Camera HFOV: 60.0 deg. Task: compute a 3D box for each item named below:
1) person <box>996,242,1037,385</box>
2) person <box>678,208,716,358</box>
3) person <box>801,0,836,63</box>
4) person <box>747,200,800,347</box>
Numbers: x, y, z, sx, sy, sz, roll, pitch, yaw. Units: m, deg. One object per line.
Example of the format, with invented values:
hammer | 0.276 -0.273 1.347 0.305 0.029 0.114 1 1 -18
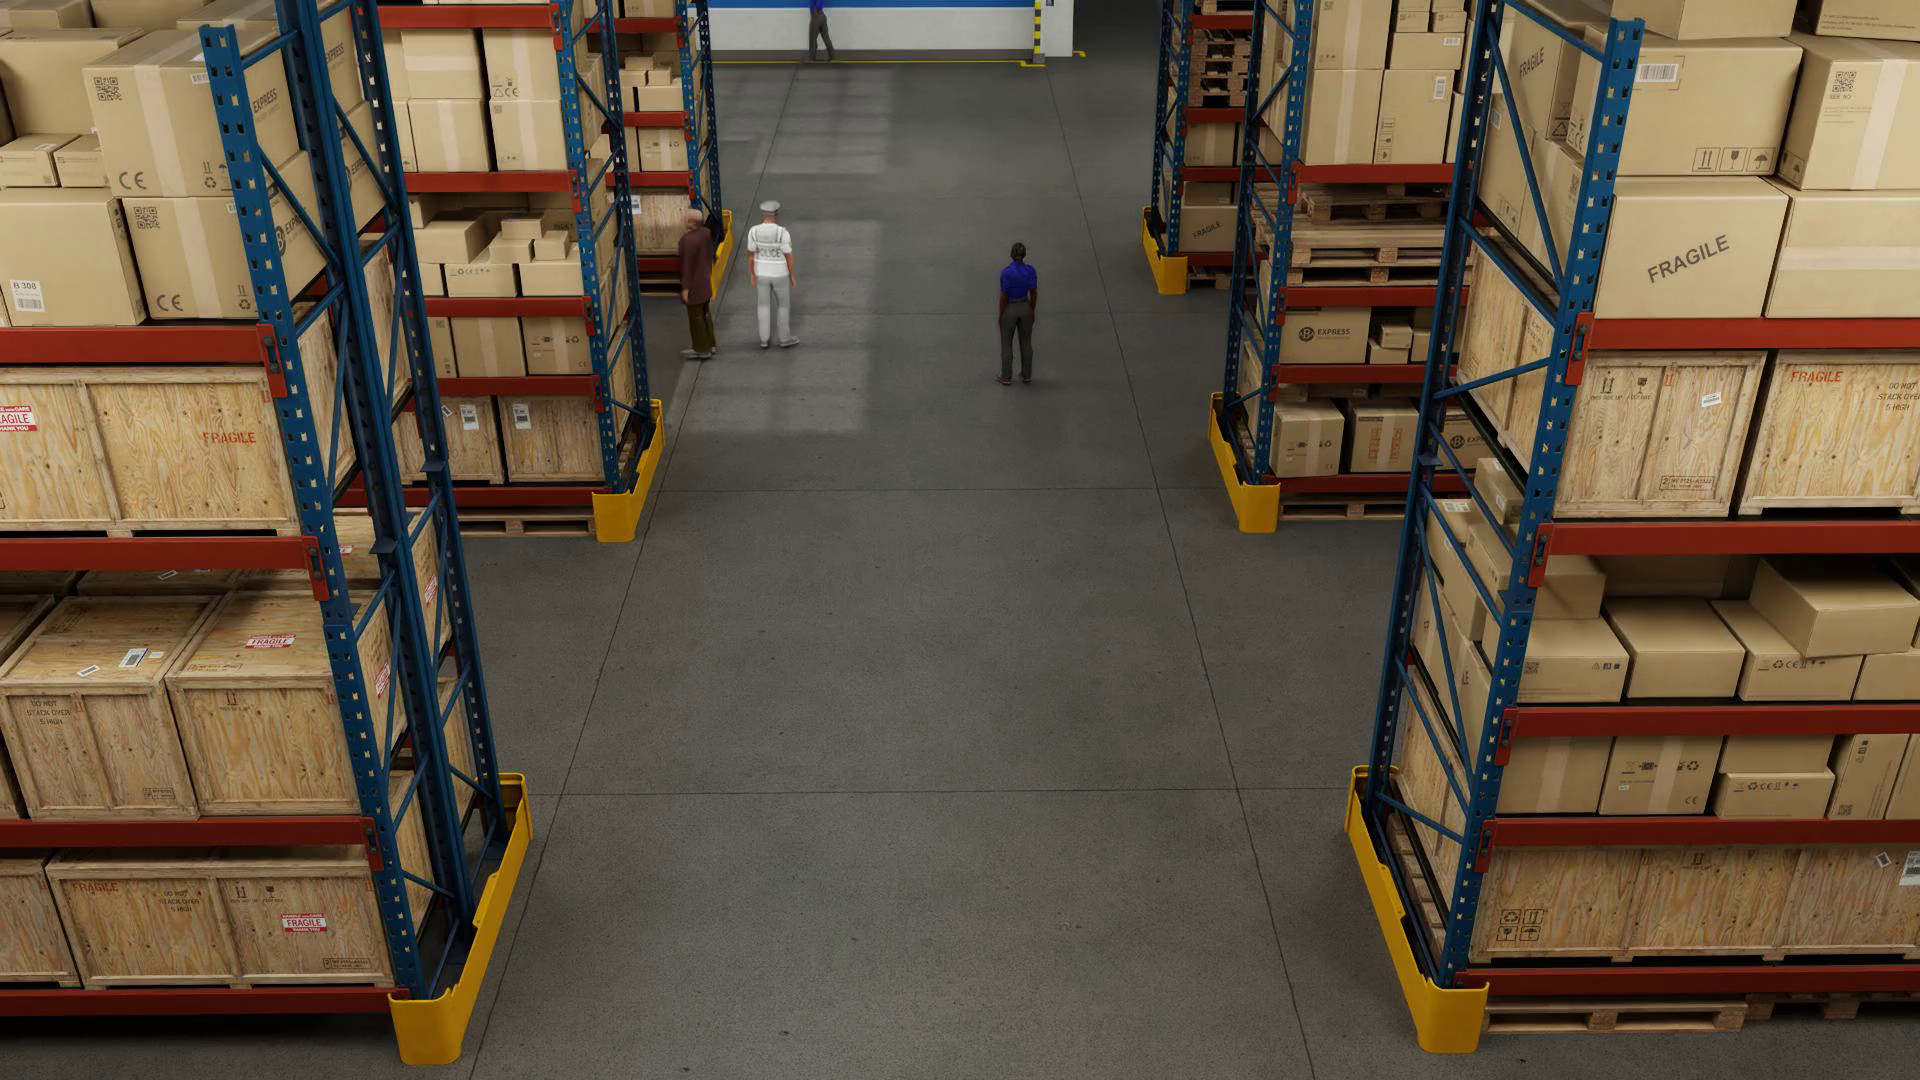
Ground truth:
person | 0.628 -2.578 18.815 0.442 1.659 0.341 -9 29 -16
person | -3.098 -3.027 19.481 0.358 1.777 0.634 10 30 17
person | -2.854 -10.429 33.419 0.659 1.662 0.457 12 30 21
person | -2.226 -3.148 19.747 0.559 1.769 0.399 4 29 8
